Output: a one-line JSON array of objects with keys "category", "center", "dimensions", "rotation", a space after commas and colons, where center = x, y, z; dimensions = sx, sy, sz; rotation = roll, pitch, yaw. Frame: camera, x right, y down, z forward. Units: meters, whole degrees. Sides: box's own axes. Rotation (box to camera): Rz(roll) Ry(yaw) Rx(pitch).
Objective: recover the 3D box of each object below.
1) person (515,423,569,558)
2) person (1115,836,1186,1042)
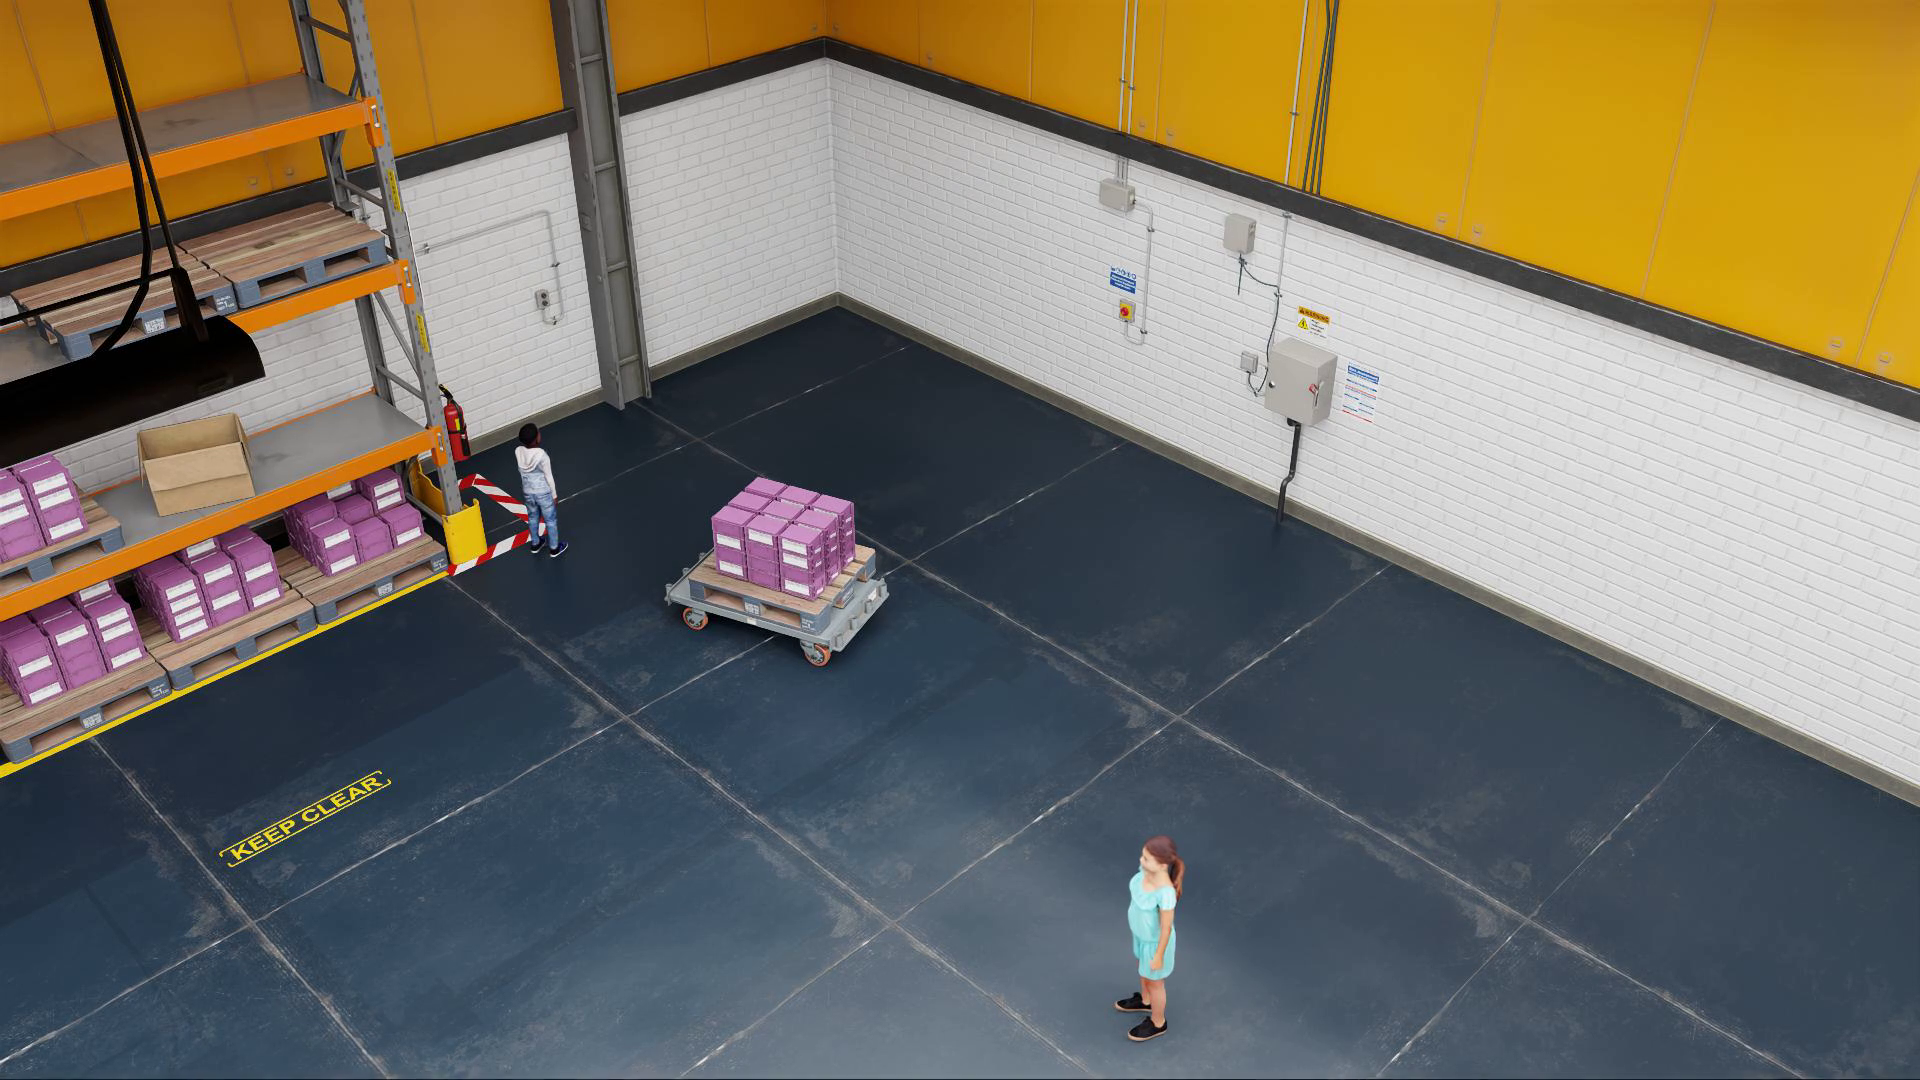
[{"category": "person", "center": [-3.643, -0.434, 14.340], "dimensions": [0.544, 1.258, 0.578], "rotation": [11, 35, 16]}, {"category": "person", "center": [1.147, 2.347, 9.885], "dimensions": [0.674, 1.558, 0.636], "rotation": [-6, 34, -9]}]
